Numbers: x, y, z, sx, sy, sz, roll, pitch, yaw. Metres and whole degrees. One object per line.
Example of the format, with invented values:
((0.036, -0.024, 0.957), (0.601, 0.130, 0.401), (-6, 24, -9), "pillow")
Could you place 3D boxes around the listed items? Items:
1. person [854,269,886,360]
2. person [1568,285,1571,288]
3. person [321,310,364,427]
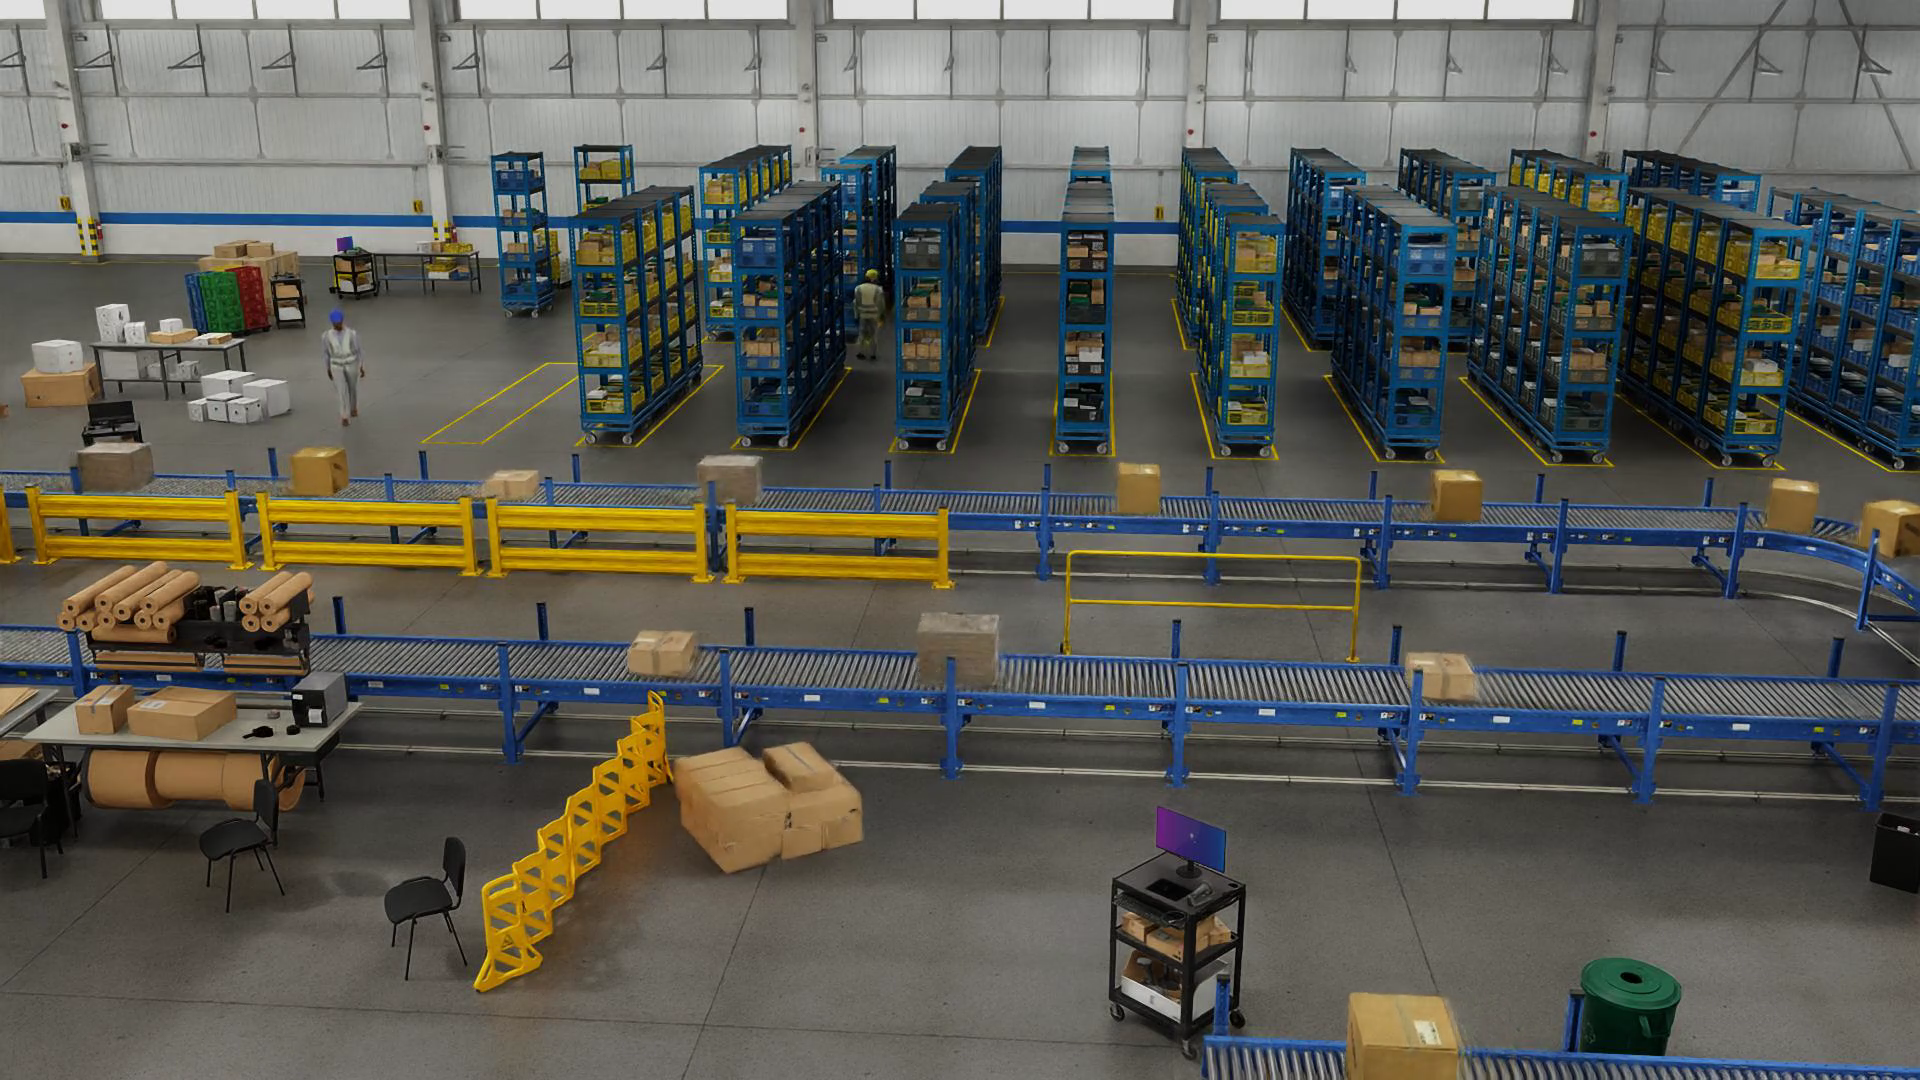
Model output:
((-1.755, -4.423, 32.649), (0.620, 1.799, 0.474), (3, 18, 10), "person")
((11.274, -3.899, 31.032), (0.577, 1.763, 0.991), (16, 23, 41), "person")
((-10.241, -2.904, 27.644), (0.601, 1.917, 0.919), (-7, 19, -21), "person")
